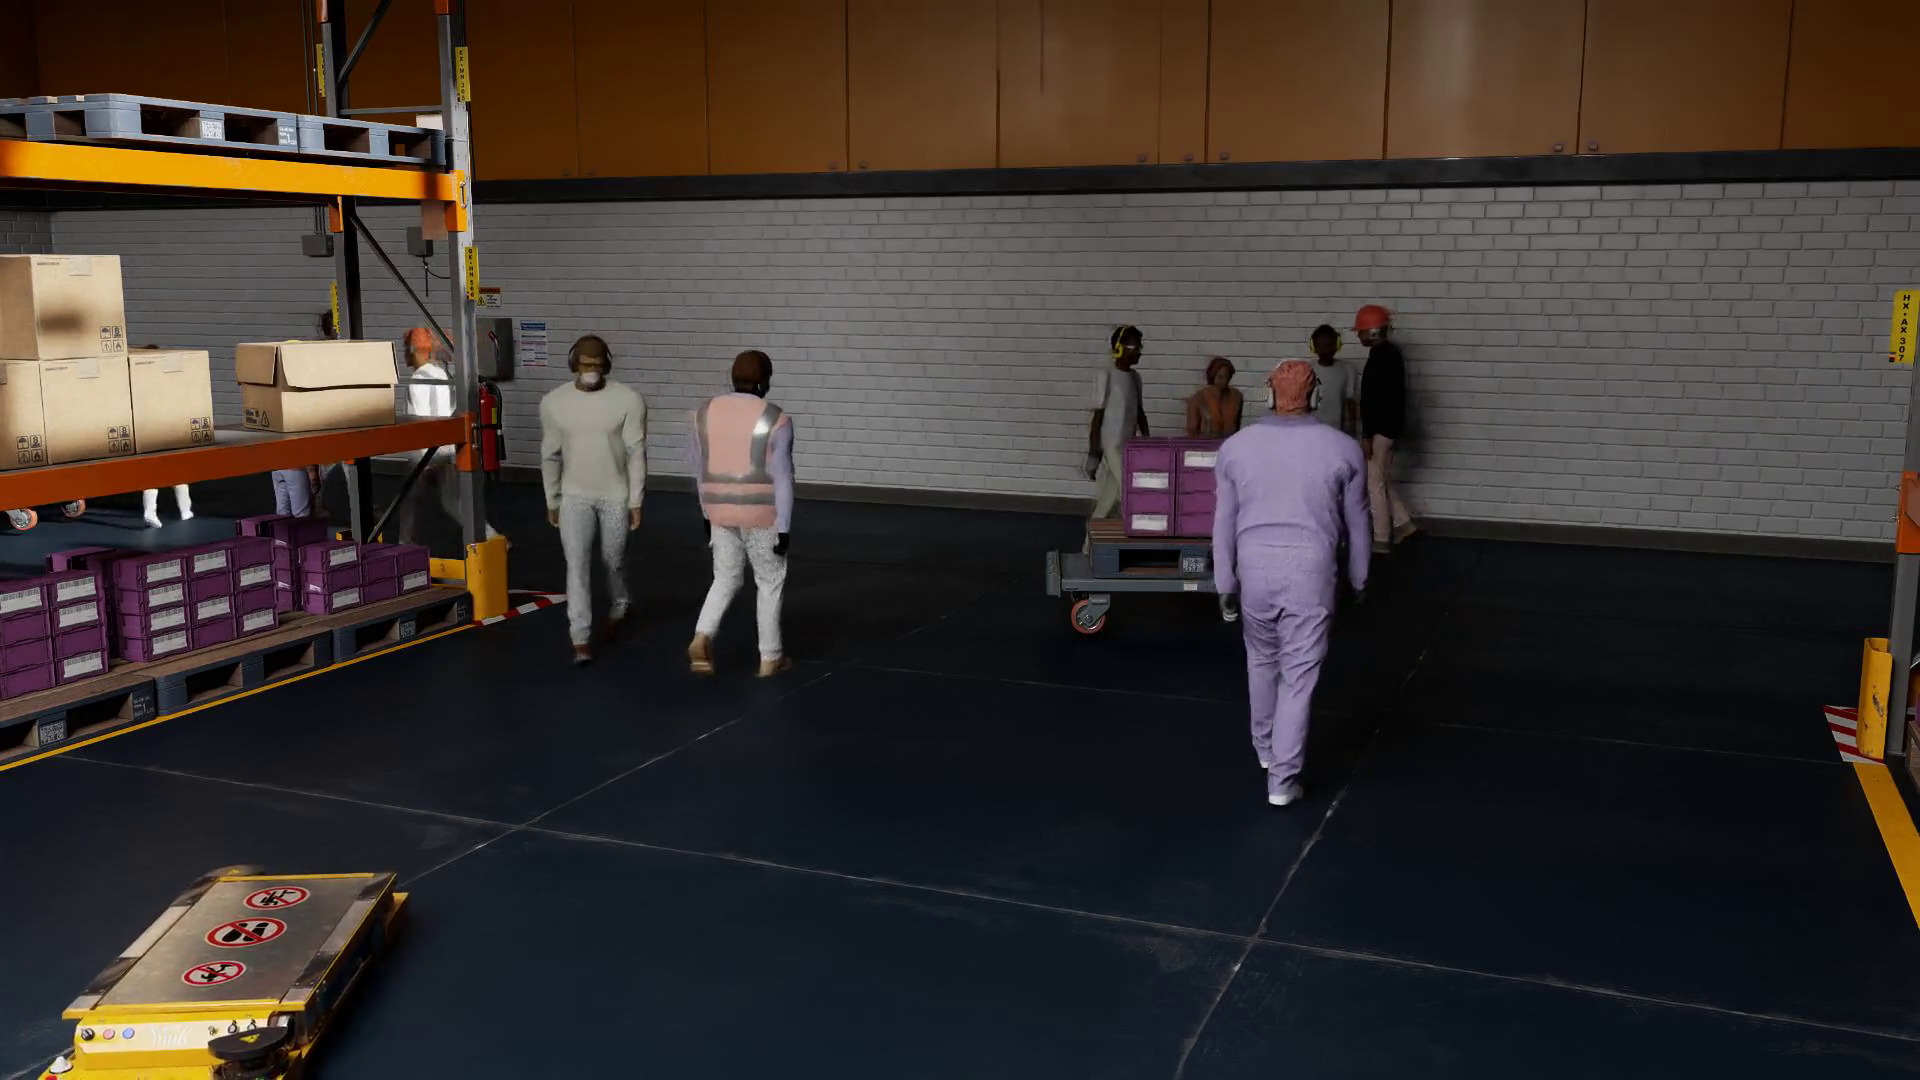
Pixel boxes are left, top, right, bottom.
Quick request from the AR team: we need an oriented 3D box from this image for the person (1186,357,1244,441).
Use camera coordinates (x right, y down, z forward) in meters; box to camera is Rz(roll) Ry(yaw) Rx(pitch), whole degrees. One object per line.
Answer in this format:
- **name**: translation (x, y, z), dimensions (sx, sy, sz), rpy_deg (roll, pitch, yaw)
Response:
- **person**: translation (1.946, -0.630, 12.863), dimensions (0.543, 1.574, 0.894), rpy_deg (-4, 10, -22)

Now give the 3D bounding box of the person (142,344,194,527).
- **person**: translation (-7.005, -0.916, 14.567), dimensions (0.530, 1.588, 0.824), rpy_deg (-2, 10, -10)

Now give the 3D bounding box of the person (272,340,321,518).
- **person**: translation (-4.527, -0.478, 11.368), dimensions (0.533, 1.767, 0.312), rpy_deg (8, 12, 39)

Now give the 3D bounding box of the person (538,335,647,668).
- **person**: translation (-2.118, -0.252, 9.698), dimensions (0.628, 1.905, 0.942), rpy_deg (-1, 9, -5)

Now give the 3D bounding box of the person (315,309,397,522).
- **person**: translation (-5.525, -1.106, 14.825), dimensions (1.025, 1.891, 0.632), rpy_deg (2, 10, 13)

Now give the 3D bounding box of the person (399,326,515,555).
- **person**: translation (-3.757, -0.626, 12.045), dimensions (0.932, 1.854, 0.565), rpy_deg (1, 9, 5)

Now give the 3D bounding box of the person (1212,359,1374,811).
- **person**: translation (1.454, 0.164, 7.166), dimensions (0.637, 1.866, 0.887), rpy_deg (4, 10, 25)

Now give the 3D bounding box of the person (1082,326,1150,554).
- **person**: translation (1.256, -0.629, 12.098), dimensions (0.948, 1.820, 0.564), rpy_deg (7, 11, 35)

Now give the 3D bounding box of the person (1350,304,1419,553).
- **person**: translation (3.285, -0.862, 13.086), dimensions (0.470, 1.967, 0.633), rpy_deg (5, 11, 30)

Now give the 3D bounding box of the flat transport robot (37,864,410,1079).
- **flat transport robot**: translation (-2.178, 1.311, 5.045), dimensions (0.652, 0.197, 1.431), rpy_deg (-1, 9, -5)

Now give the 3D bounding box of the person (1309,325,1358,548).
- **person**: translation (2.884, -0.795, 13.202), dimensions (0.528, 1.817, 0.704), rpy_deg (0, 9, 1)

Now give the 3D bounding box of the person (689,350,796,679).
- **person**: translation (-1.183, -0.119, 9.029), dimensions (0.636, 1.825, 0.685), rpy_deg (4, 10, 22)

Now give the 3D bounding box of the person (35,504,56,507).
- **person**: translation (-8.567, -1.208, 15.597), dimensions (0.506, 1.831, 0.565), rpy_deg (-4, 10, -23)
